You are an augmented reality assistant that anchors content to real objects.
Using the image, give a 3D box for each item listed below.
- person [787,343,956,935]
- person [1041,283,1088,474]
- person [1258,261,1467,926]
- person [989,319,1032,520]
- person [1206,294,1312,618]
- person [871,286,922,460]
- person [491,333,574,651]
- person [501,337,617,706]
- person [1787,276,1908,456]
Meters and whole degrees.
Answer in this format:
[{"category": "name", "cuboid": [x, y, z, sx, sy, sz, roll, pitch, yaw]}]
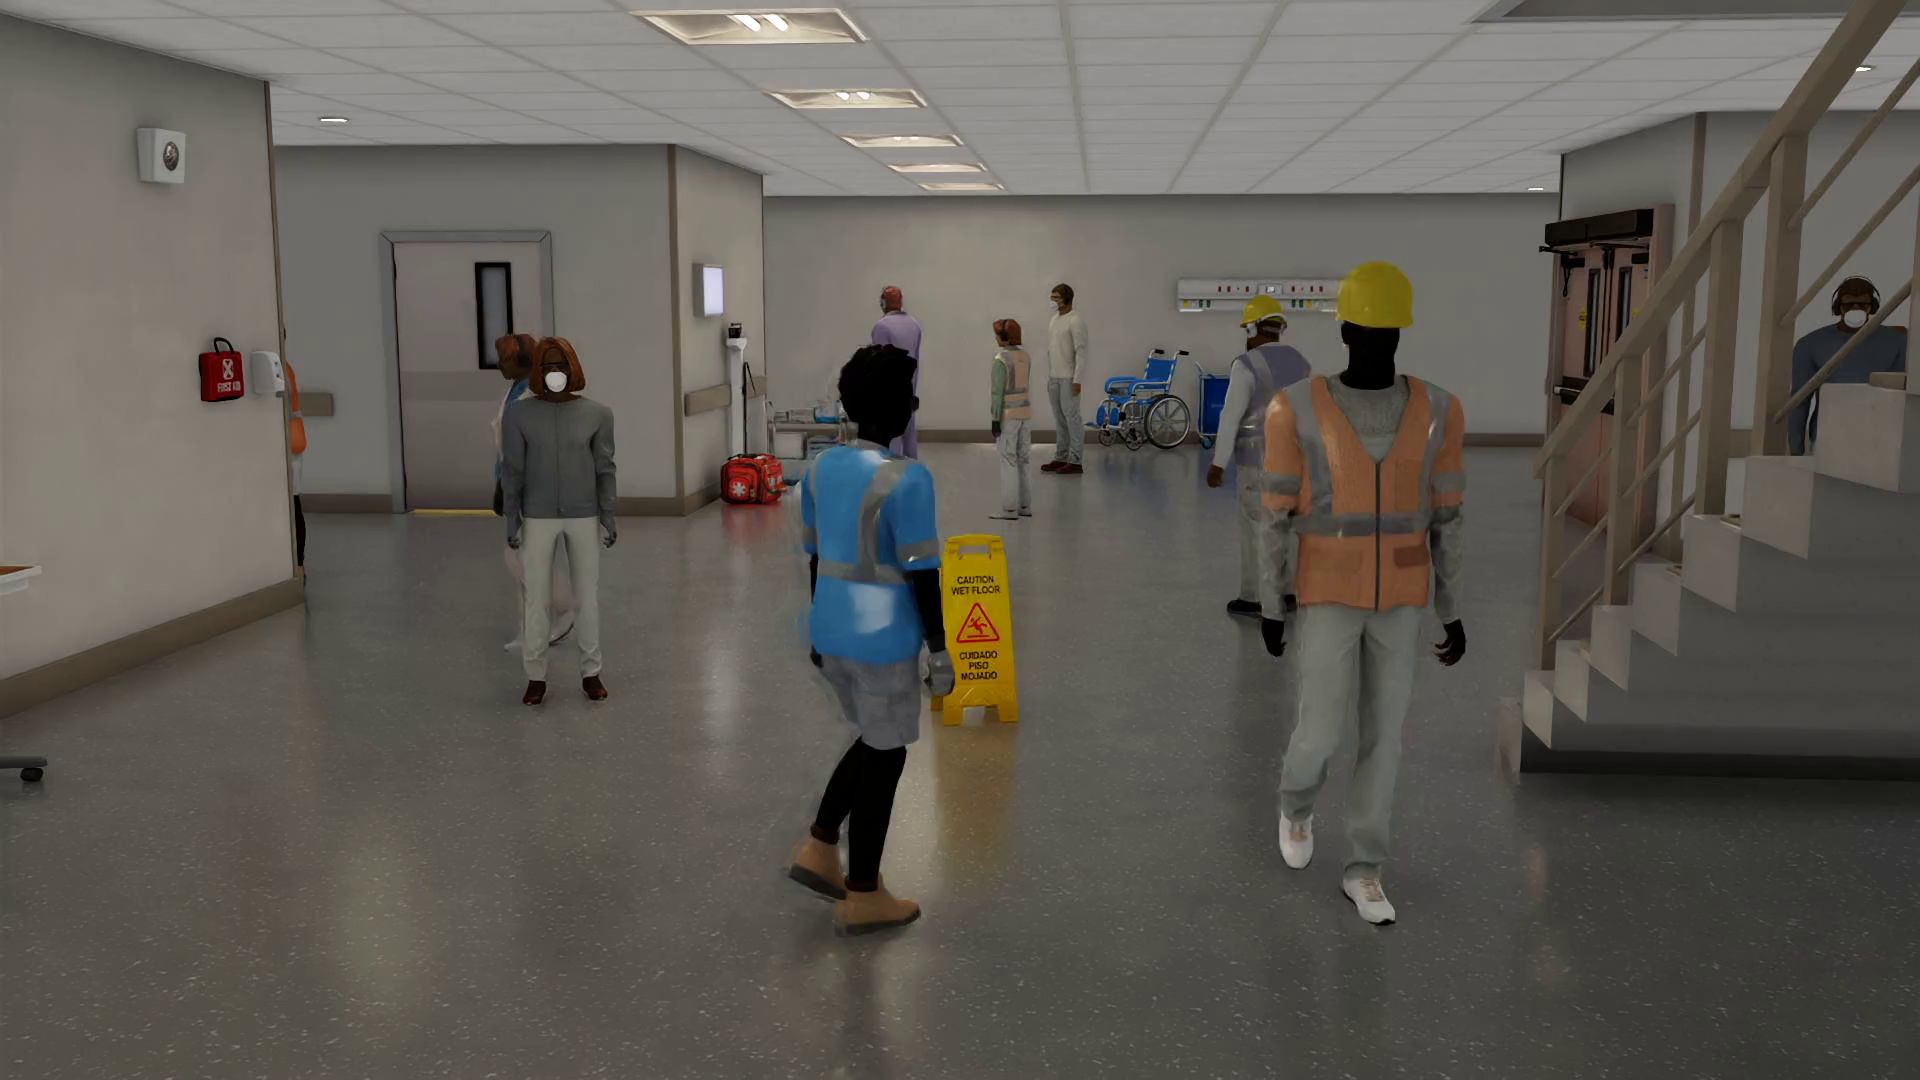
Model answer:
[{"category": "person", "cuboid": [-0.232, 0.290, 4.720, 0.363, 1.687, 0.535, -6, 10, -35]}, {"category": "person", "cuboid": [1.073, -1.639, 16.953, 0.352, 1.937, 0.635, -4, 9, -25]}, {"category": "person", "cuboid": [1.177, 0.144, 4.911, 0.590, 1.912, 0.493, -1, 8, -4]}, {"category": "person", "cuboid": [0.414, -0.978, 13.512, 0.315, 1.629, 0.508, 5, 10, 33]}, {"category": "person", "cuboid": [1.697, -0.471, 9.411, 0.697, 1.818, 0.411, -7, 11, -38]}, {"category": "person", "cuboid": [-0.649, -1.480, 15.988, 0.400, 1.905, 0.644, 6, 10, 36]}, {"category": "person", "cuboid": [-2.212, -0.234, 8.454, 0.369, 1.627, 0.523, -6, 10, -36]}, {"category": "person", "cuboid": [-1.775, -0.083, 7.405, 0.500, 1.633, 0.279, -3, 9, -17]}, {"category": "person", "cuboid": [5.086, -0.541, 9.546, 0.636, 1.928, 0.384, 3, 9, 19]}]
